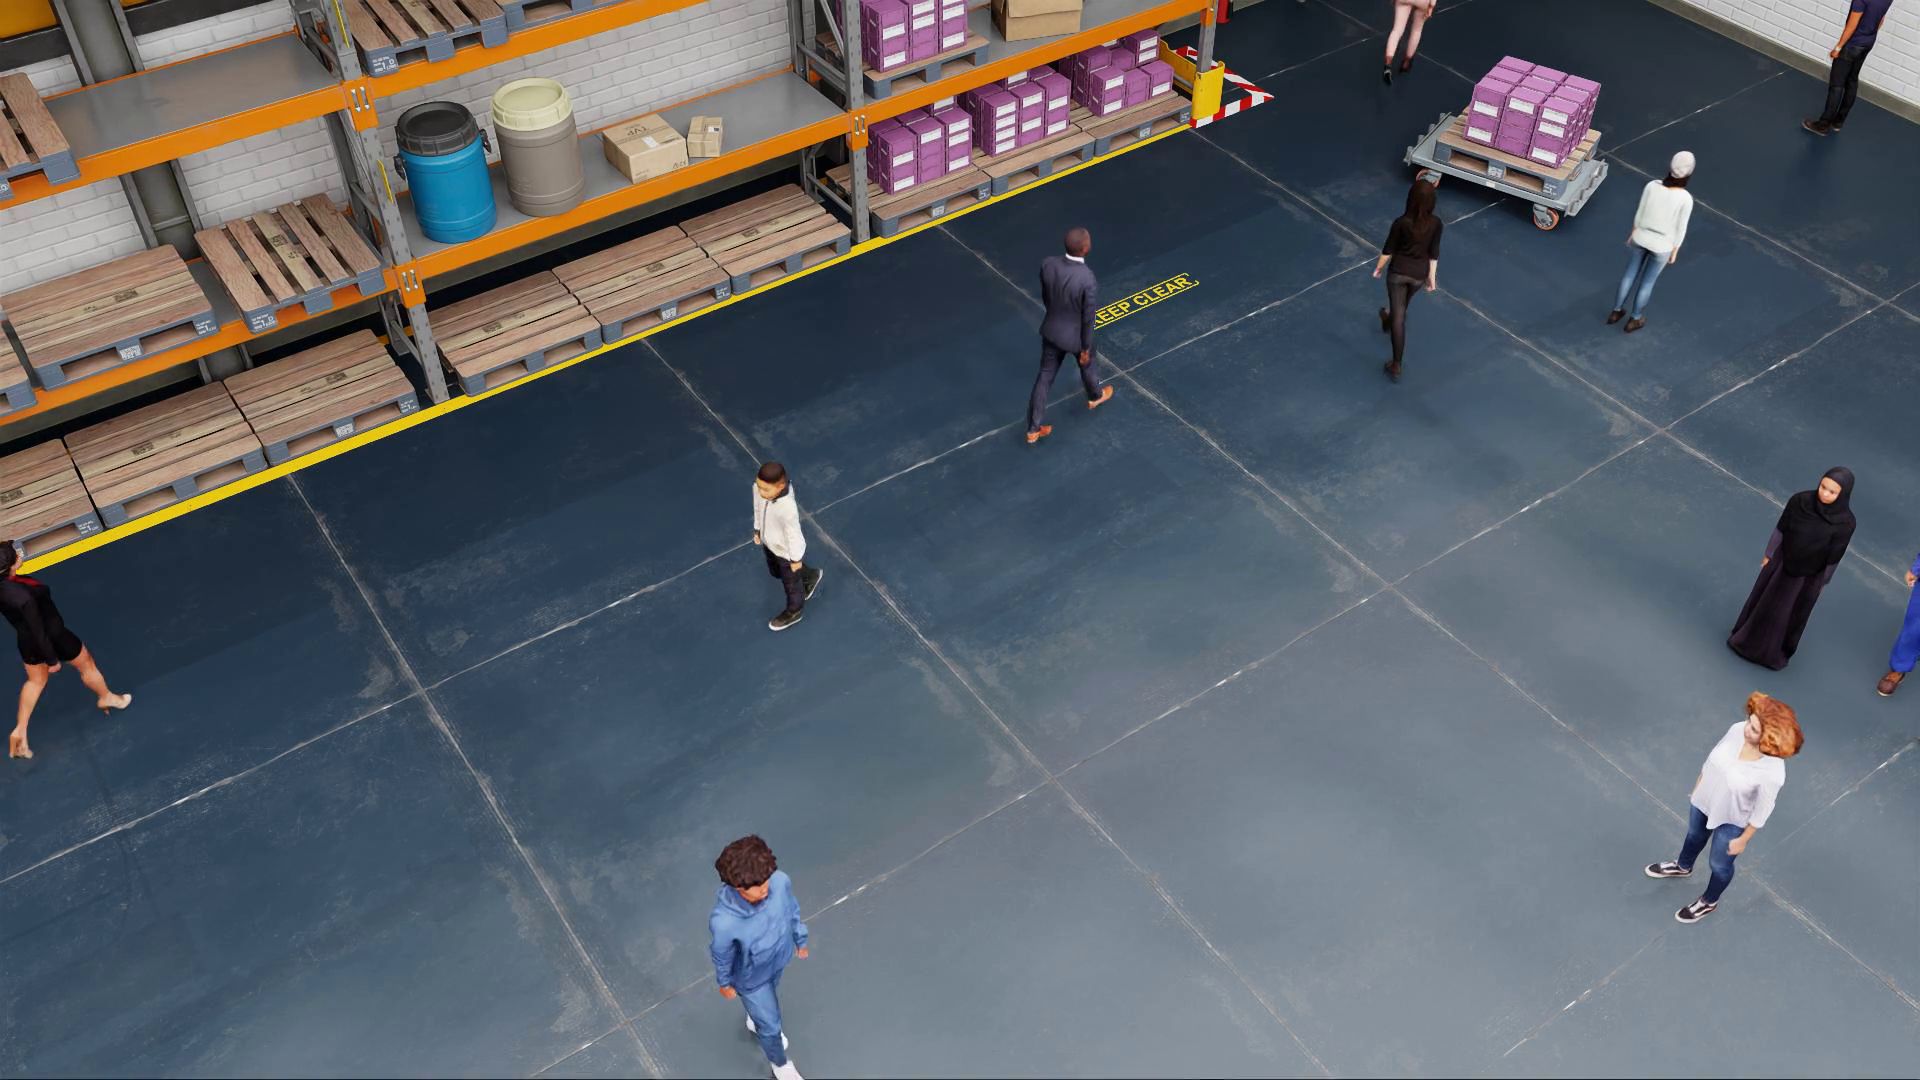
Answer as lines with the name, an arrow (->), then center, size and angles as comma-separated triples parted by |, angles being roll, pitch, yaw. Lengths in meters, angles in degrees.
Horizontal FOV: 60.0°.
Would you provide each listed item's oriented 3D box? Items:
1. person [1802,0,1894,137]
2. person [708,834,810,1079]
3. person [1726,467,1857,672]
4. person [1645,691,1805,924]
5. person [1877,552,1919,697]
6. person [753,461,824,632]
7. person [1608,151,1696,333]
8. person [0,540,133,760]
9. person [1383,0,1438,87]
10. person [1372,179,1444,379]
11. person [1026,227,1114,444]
person -> 8.507, -4.710, 15.786 | 0.521, 1.791, 0.737 | -18, 47, -18
person -> -1.106, 2.108, 8.628 | 0.875, 1.793, 0.856 | 30, 51, 28
person -> 5.466, 0.154, 10.807 | 0.626, 1.617, 0.635 | -34, 53, -30
person -> 4.325, 1.495, 9.330 | 0.715, 1.712, 0.727 | -10, 44, -10
person -> 6.346, 0.219, 10.577 | 0.864, 1.840, 1.034 | 28, 50, 27
person -> -1.138, -0.018, 11.119 | 0.739, 1.435, 0.623 | -30, 51, -28
person -> 5.621, -2.424, 13.488 | 0.616, 1.650, 0.590 | 31, 52, 29
person -> -5.703, 0.703, 10.239 | 0.883, 1.606, 1.100 | 18, 47, 18
person -> 4.469, -5.304, 16.478 | 0.961, 1.696, 1.165 | 19, 47, 19
person -> 3.542, -2.024, 13.103 | 1.092, 1.603, 1.005 | -3, 44, -3
person -> 0.751, -1.487, 12.413 | 0.922, 1.777, 1.272 | 31, 52, 28
